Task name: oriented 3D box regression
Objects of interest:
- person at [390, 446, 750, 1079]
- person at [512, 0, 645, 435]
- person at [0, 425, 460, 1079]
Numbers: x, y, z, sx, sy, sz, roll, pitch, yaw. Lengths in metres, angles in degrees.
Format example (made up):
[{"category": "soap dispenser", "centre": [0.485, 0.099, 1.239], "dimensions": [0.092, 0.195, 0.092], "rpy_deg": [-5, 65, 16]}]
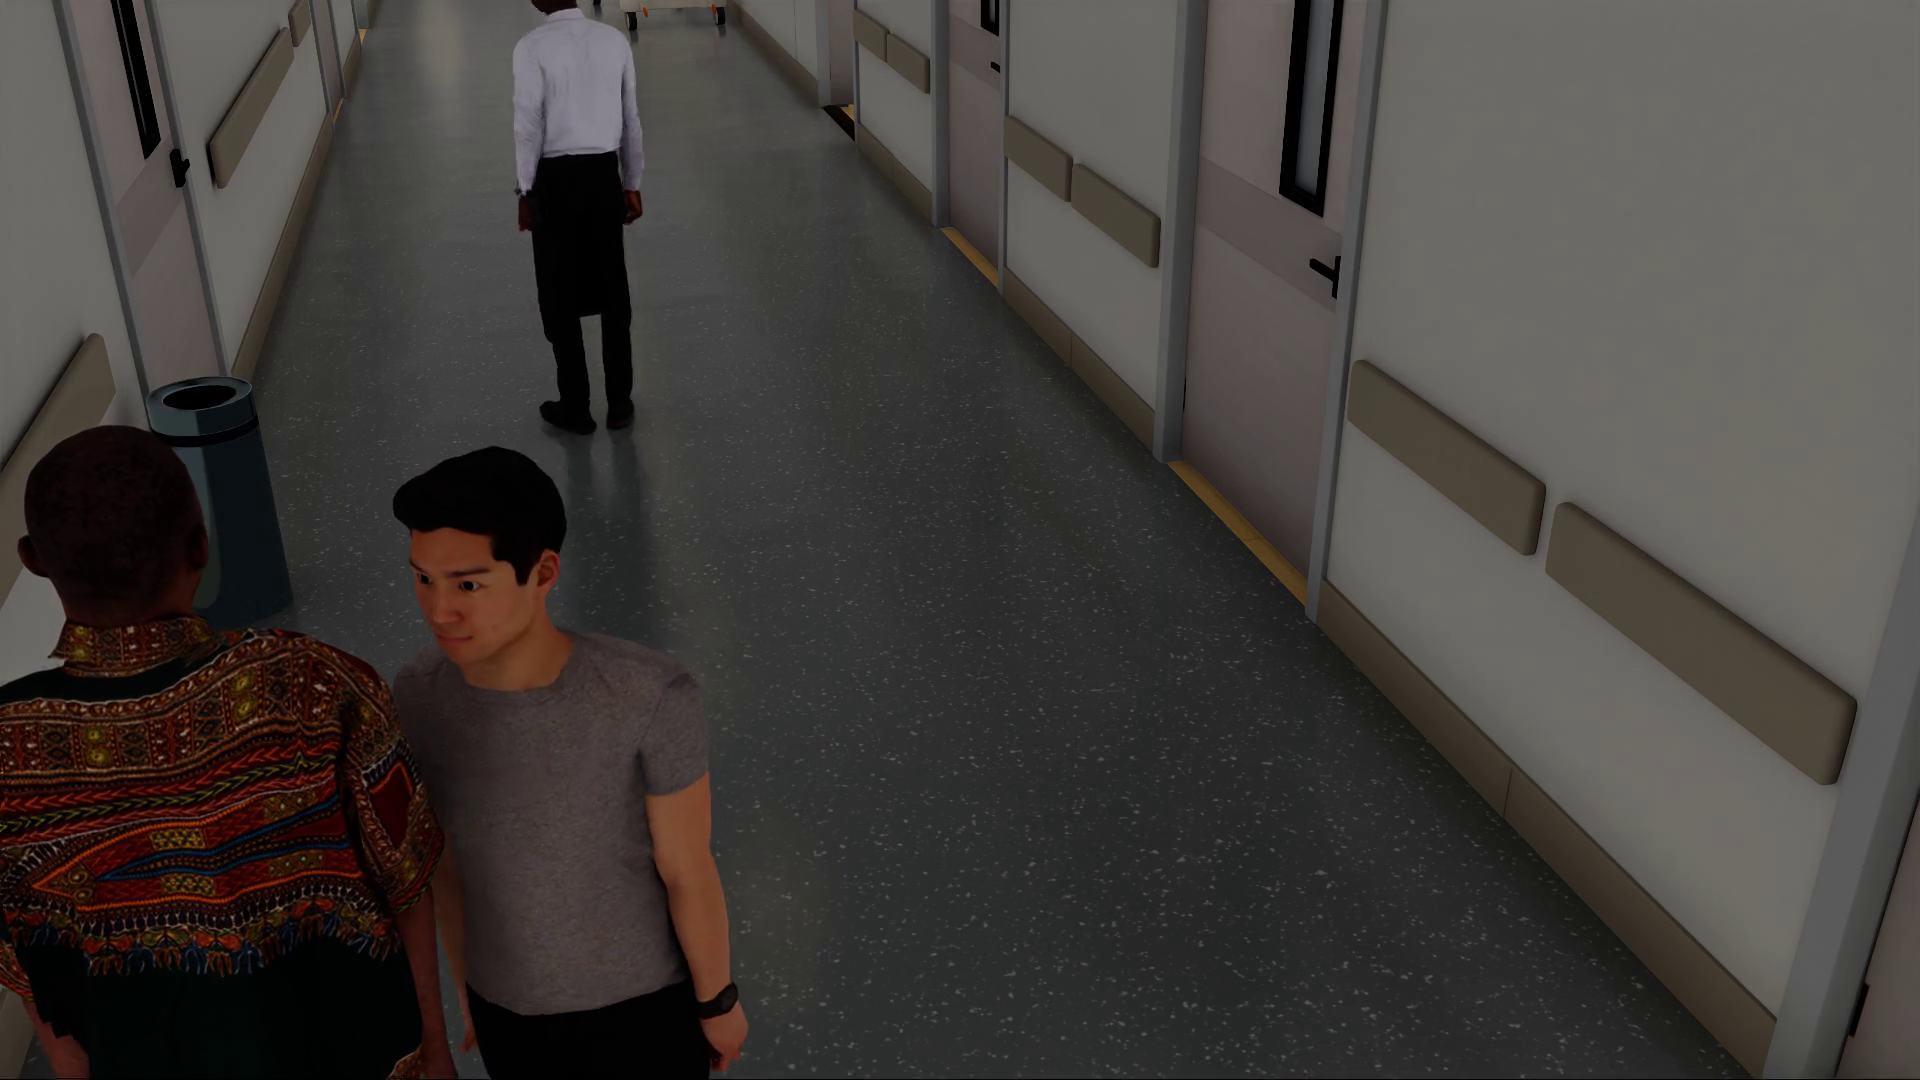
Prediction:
[{"category": "person", "centre": [-0.531, 0.630, 2.475], "dimensions": [0.722, 1.700, 0.810], "rpy_deg": [6, 26, 12]}, {"category": "person", "centre": [-1.457, -1.300, 6.327], "dimensions": [0.646, 1.830, 0.804], "rpy_deg": [-14, 29, -27]}, {"category": "person", "centre": [-0.911, 0.698, 2.164], "dimensions": [0.600, 1.807, 0.765], "rpy_deg": [-8, 27, -17]}]
